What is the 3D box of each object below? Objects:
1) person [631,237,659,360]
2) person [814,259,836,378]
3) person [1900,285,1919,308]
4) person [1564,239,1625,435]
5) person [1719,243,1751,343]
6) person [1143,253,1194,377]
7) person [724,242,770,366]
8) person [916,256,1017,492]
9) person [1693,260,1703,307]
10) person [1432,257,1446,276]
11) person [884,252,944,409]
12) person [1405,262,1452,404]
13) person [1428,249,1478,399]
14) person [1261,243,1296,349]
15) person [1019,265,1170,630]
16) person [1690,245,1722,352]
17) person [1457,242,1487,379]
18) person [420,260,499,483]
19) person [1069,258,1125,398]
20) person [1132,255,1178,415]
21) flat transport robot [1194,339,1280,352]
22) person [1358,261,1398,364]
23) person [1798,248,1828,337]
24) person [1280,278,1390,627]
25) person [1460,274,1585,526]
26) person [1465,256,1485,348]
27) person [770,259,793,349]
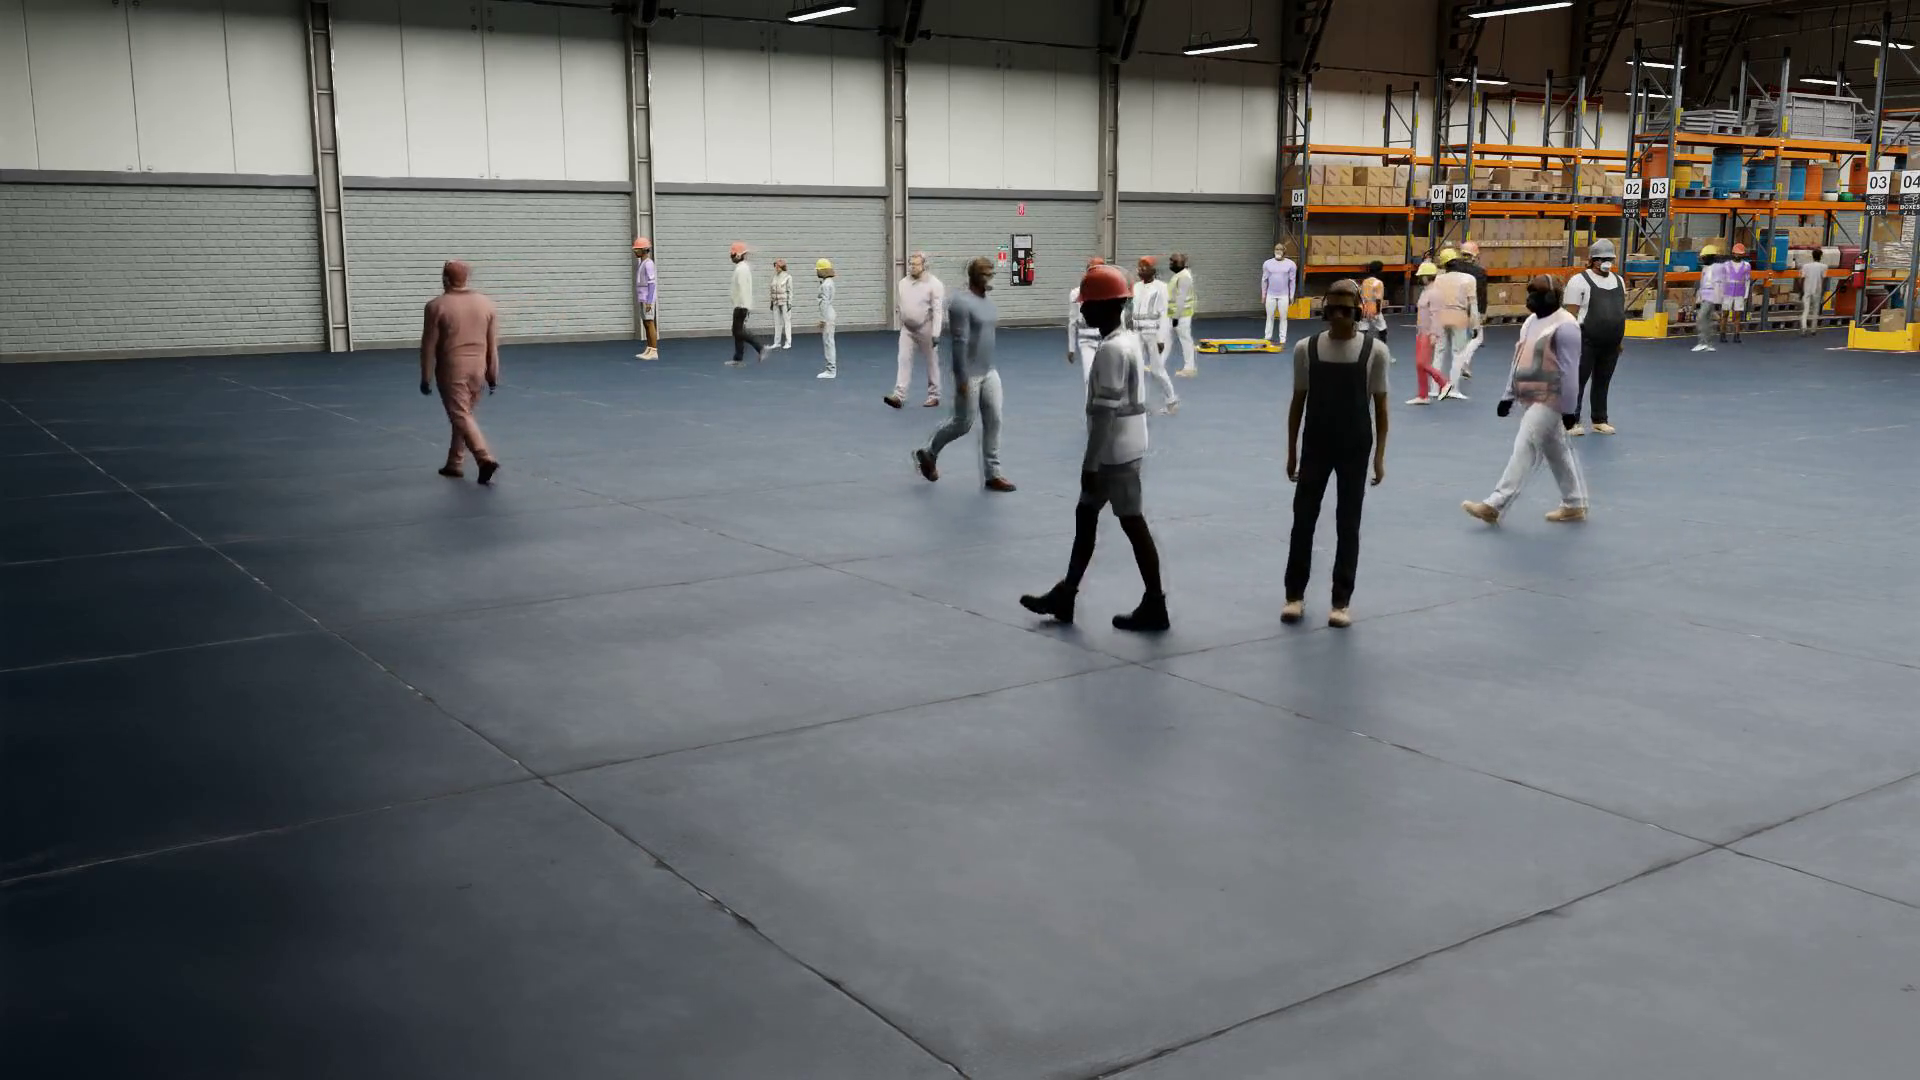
[{"bbox_3d":[-5.285,-4.029,27.842,0.390,2.041,0.614,-4,11,-21],"label":"person"},{"bbox_3d":[-1.984,-3.249,24.408,0.314,1.736,0.509,0,10,-2],"label":"person"},{"bbox_3d":[19.241,-4.989,33.432,0.625,1.931,0.376,5,11,25],"label":"person"},{"bbox_3d":[6.646,-2.106,17.302,0.688,2.000,0.537,-3,11,-17],"label":"person"},{"bbox_3d":[15.048,-4.785,32.315,0.540,1.930,0.386,3,11,17],"label":"person"},{"bbox_3d":[3.085,-3.303,24.483,0.848,1.811,0.654,-1,10,-4],"label":"person"},{"bbox_3d":[-3.408,-3.725,26.358,0.643,1.976,0.619,-1,10,-3],"label":"person"},{"bbox_3d":[0.056,-1.354,13.552,0.831,1.913,0.633,7,13,35],"label":"person"},{"bbox_3d":[16.920,-5.639,37.787,0.282,1.633,0.499,-10,14,-42],"label":"person"},{"bbox_3d":[10.269,-5.282,35.915,0.520,1.608,0.719,-1,10,-4],"label":"person"},{"bbox_3d":[-0.526,-2.493,19.904,0.664,1.857,1.011,6,12,28],"label":"person"},{"bbox_3d":[5.744,-2.517,20.341,0.444,1.748,0.538,0,10,-2],"label":"person"},{"bbox_3d":[6.248,-2.729,21.142,0.643,1.903,0.353,7,12,33],"label":"person"},{"bbox_3d":[5.876,-4.500,30.723,0.627,1.934,0.371,3,11,17],"label":"person"},{"bbox_3d":[0.695,-0.466,8.678,0.925,1.899,0.562,2,10,9],"label":"person"},{"bbox_3d":[13.282,-4.299,29.705,0.635,1.899,0.617,1,10,3],"label":"person"},{"bbox_3d":[7.307,-3.298,23.987,0.639,1.983,0.440,10,14,43],"label":"person"},{"bbox_3d":[-4.191,-1.420,14.017,0.949,1.871,0.647,9,13,39],"label":"person"},{"bbox_3d":[1.456,-2.078,17.719,0.591,1.841,0.970,-2,10,-8],"label":"person"},{"bbox_3d":[2.198,-2.326,19.070,0.839,1.867,0.595,-7,13,-35],"label":"person"},{"bbox_3d":[4.917,-3.471,29.643,1.431,0.197,0.652,-1,10,-7],"label":"flat transport robot"},{"bbox_3d":[6.688,-3.628,26.661,0.771,1.665,0.547,-5,11,-24],"label":"person"},{"bbox_3d":[17.563,-5.099,34.287,0.529,1.833,0.926,7,13,35],"label":"person"},{"bbox_3d":[1.993,-0.455,8.811,0.527,1.840,0.410,4,11,19],"label":"person"},{"bbox_3d":[4.100,-0.989,11.875,1.000,1.787,0.628,0,10,-3],"label":"person"},{"bbox_3d":[9.435,-4.439,30.741,0.671,1.802,0.431,-6,12,-28],"label":"person"},{"bbox_3d":[-3.300,-4.353,30.723,0.514,1.640,0.310,7,13,34],"label":"person"}]
